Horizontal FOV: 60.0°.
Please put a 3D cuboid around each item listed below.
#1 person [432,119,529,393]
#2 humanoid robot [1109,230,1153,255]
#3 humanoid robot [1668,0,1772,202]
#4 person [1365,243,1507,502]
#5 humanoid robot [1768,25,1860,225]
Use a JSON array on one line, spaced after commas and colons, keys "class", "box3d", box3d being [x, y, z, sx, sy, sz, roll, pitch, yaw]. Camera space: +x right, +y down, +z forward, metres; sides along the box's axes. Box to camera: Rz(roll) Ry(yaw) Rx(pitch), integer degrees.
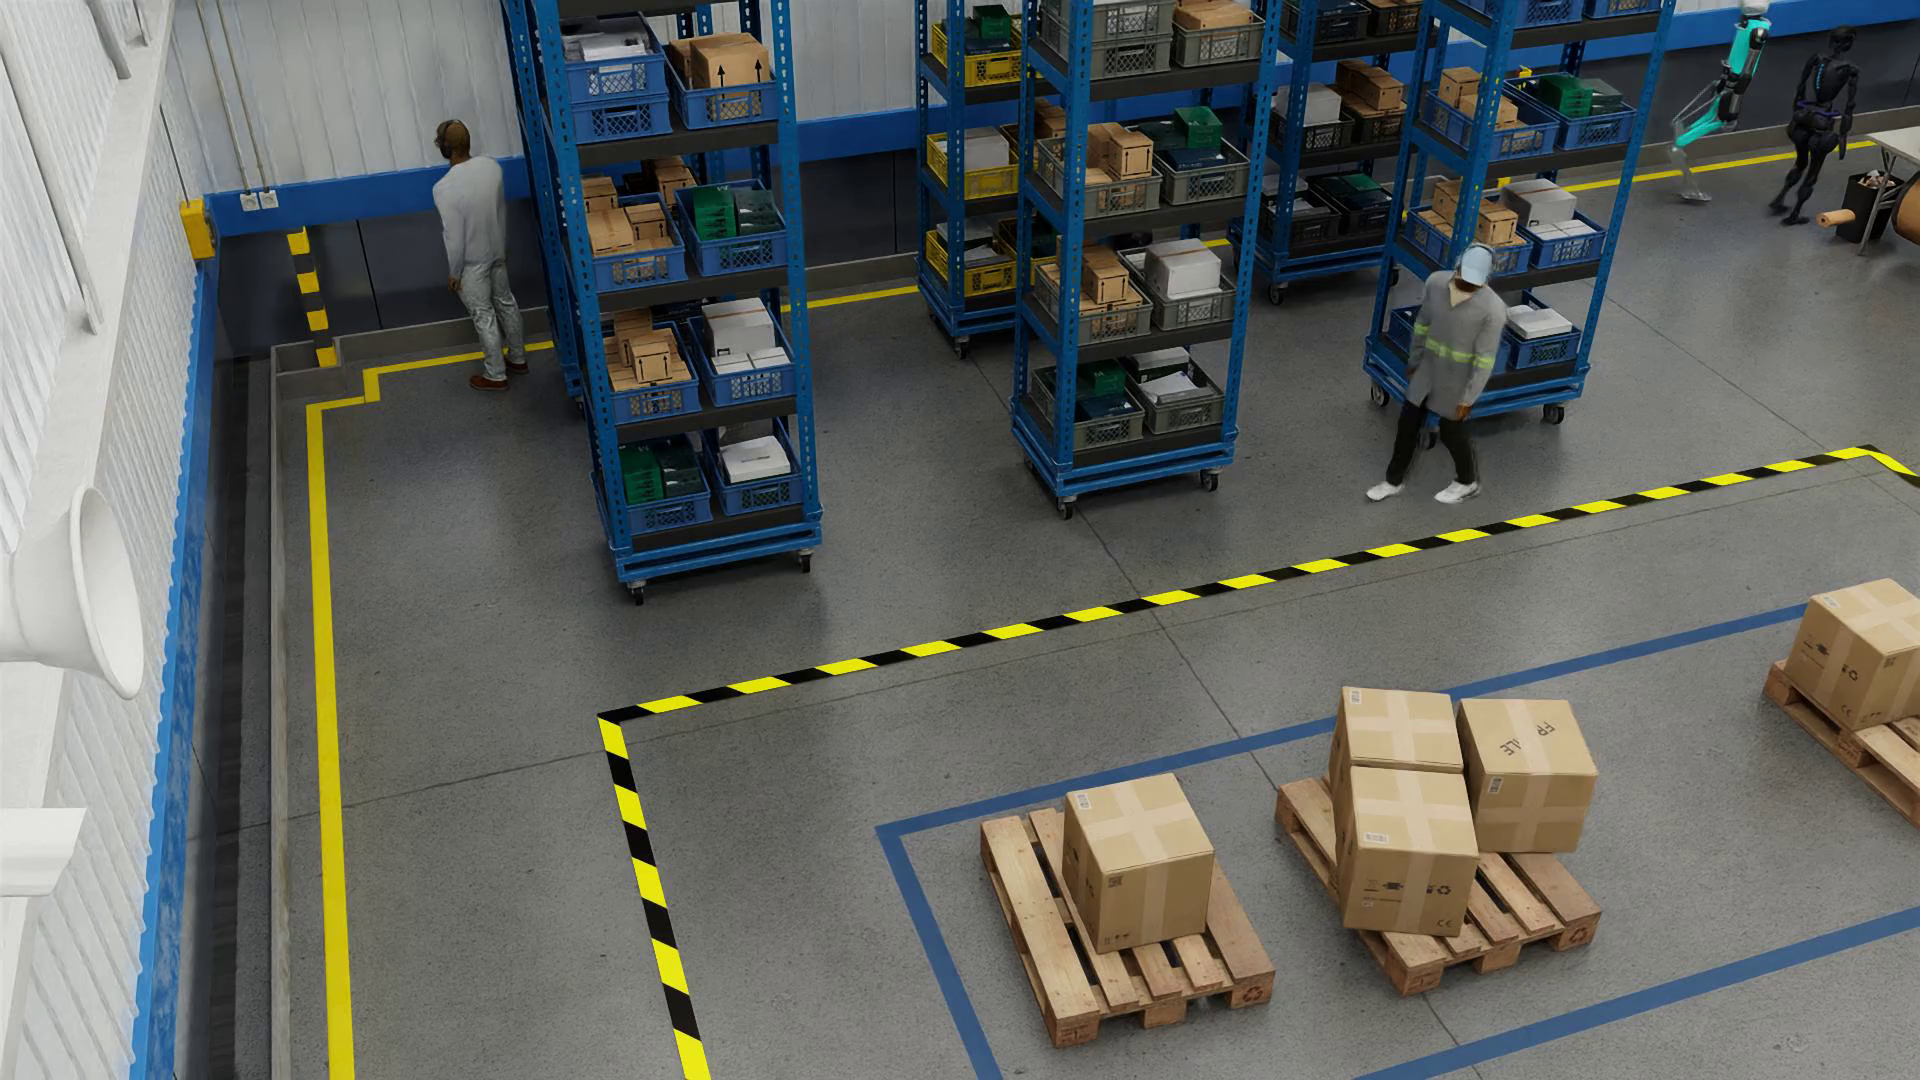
[{"class": "person", "box3d": [-3.280, -1.926, 11.339, 0.352, 1.937, 0.634, 14, 37, 19]}, {"class": "humanoid robot", "box3d": [1.186, -1.607, 11.106, 0.412, 1.643, 0.612, -3, 35, -4]}, {"class": "humanoid robot", "box3d": [6.263, -3.685, 13.965, 0.675, 1.751, 0.543, 7, 36, 9]}, {"class": "person", "box3d": [2.958, -1.004, 10.156, 0.635, 1.814, 0.619, -22, 41, -28]}, {"class": "humanoid robot", "box3d": [7.040, -3.401, 13.648, 0.330, 1.649, 0.597, -15, 38, -20]}]
